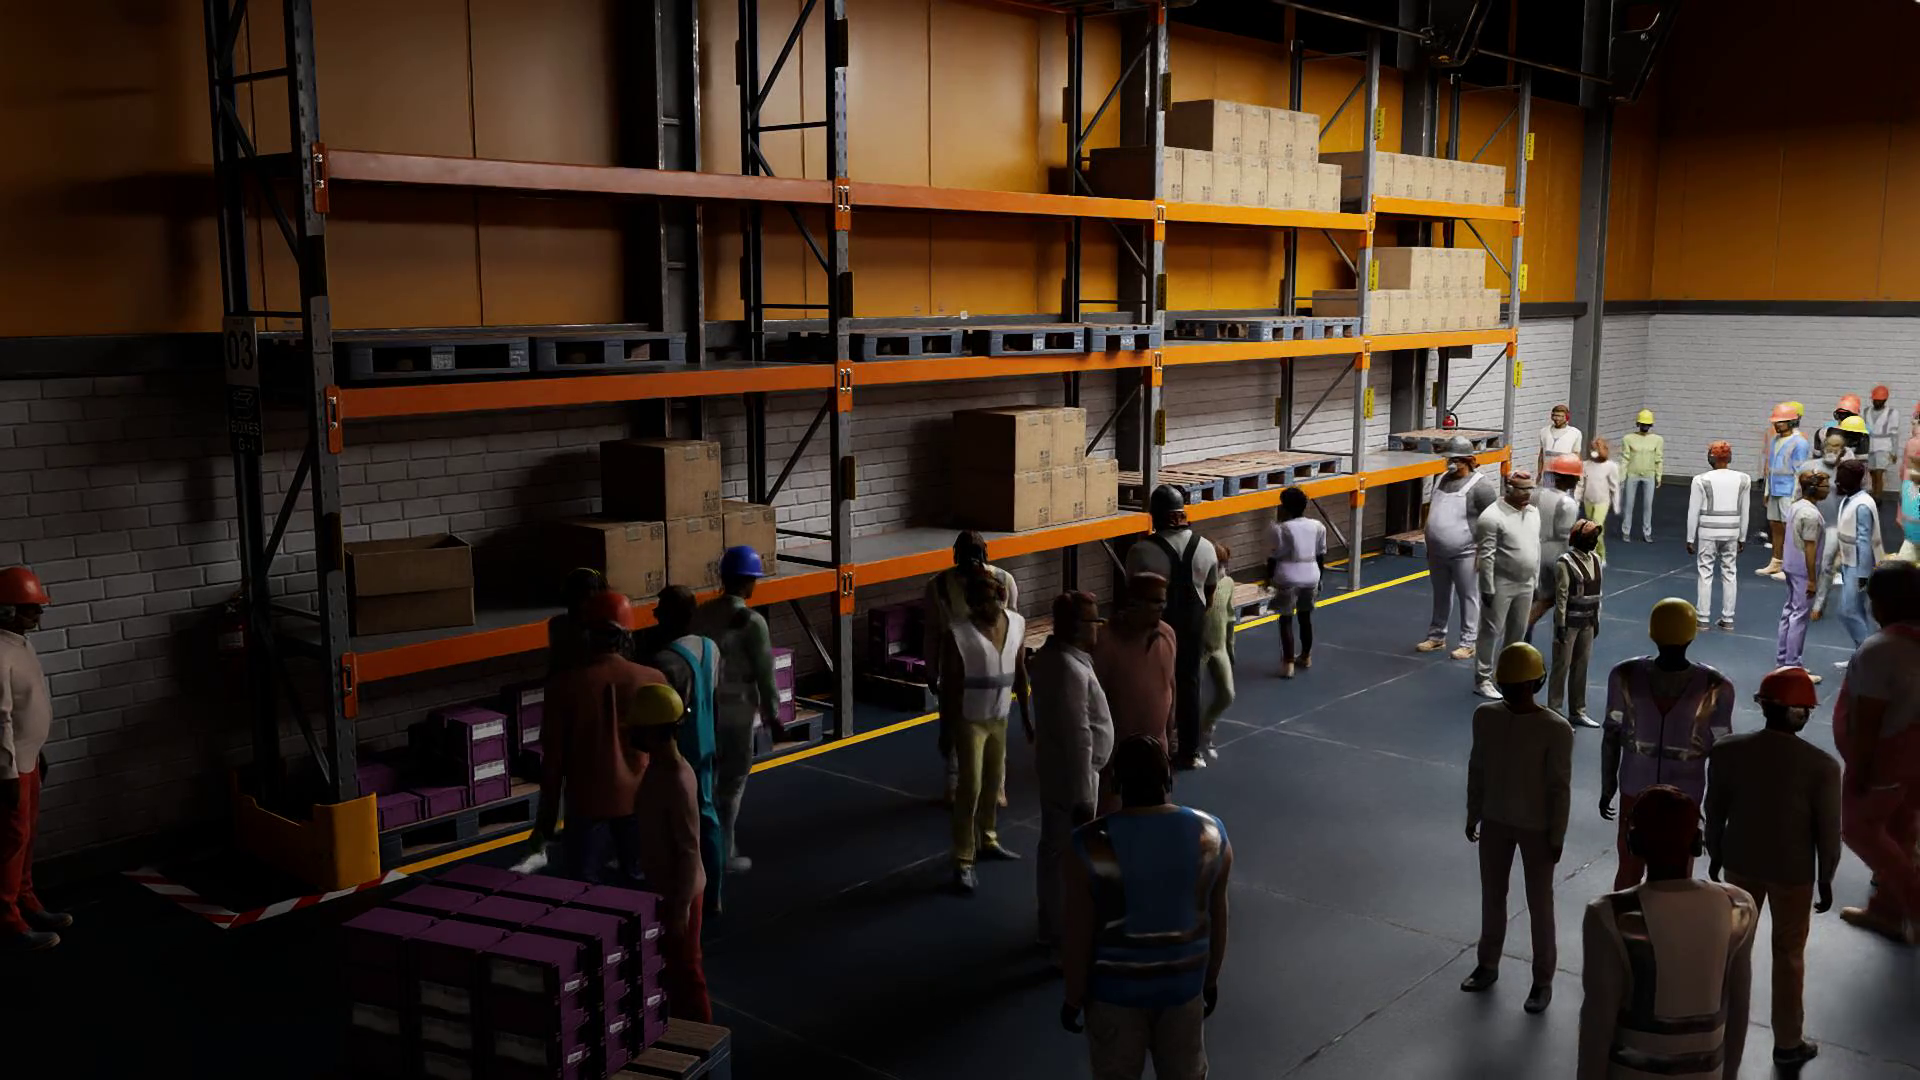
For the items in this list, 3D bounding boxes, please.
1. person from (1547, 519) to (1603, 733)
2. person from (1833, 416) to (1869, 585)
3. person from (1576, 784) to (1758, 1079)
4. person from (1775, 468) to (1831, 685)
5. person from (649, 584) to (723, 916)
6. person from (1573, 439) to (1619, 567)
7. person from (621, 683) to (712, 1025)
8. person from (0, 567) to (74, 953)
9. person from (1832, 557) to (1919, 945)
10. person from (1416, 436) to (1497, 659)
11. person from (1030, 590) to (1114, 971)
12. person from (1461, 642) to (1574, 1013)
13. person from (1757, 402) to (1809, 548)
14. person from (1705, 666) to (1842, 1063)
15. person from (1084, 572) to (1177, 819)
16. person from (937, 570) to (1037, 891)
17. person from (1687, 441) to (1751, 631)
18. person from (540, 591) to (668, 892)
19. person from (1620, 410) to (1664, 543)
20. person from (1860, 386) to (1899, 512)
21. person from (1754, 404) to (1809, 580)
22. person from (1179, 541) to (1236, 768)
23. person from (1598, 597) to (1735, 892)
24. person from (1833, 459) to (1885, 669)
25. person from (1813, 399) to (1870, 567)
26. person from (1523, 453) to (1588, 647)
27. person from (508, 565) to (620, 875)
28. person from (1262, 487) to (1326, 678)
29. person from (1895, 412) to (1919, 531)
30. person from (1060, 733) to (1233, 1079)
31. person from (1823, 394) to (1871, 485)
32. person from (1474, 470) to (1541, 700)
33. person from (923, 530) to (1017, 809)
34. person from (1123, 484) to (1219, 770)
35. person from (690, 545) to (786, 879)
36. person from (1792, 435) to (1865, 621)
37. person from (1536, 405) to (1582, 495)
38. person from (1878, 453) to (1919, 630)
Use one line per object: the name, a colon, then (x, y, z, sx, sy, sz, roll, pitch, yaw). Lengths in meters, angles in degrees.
person: (4.712, 0.649, 12.714, 0.514, 1.634, 0.313, -6, 11, -34)
person: (10.034, -0.451, 18.883, 0.397, 1.920, 0.586, 5, 10, 29)
person: (2.176, 1.687, 5.200, 0.574, 1.884, 0.358, -2, 9, -11)
person: (7.229, 0.303, 14.252, 0.325, 1.843, 0.516, 2, 9, 11)
person: (-1.467, 1.145, 8.820, 0.329, 1.844, 0.517, 5, 10, 28)
person: (7.498, -0.407, 19.658, 0.869, 1.585, 0.506, -7, 11, -36)
person: (-1.240, 1.466, 7.005, 0.326, 1.767, 0.533, -4, 10, -22)
person: (-4.826, 1.121, 8.549, 0.413, 1.986, 0.607, -3, 9, -19)
person: (4.847, 1.090, 8.548, 0.692, 2.000, 0.695, -5, 10, -28)
person: (4.502, 0.060, 15.188, 0.536, 2.000, 0.673, -6, 10, -33)
person: (0.571, 1.191, 8.332, 0.404, 1.906, 0.649, -1, 9, -9)
person: (2.622, 1.339, 7.864, 0.349, 1.758, 0.522, -8, 12, -42)
person: (10.624, -0.837, 21.478, 0.563, 1.890, 0.602, -5, 10, -27)
person: (3.597, 1.418, 7.365, 0.339, 1.747, 0.565, -8, 12, -43)
person: (0.920, 1.101, 8.972, 0.675, 1.894, 0.403, -6, 10, -32)
person: (0.118, 1.062, 9.511, 0.699, 1.811, 0.583, -8, 12, -43)
person: (7.430, -0.034, 16.332, 0.584, 1.879, 0.361, 0, 9, 2)
person: (-1.674, 1.226, 7.904, 0.635, 1.974, 0.415, -4, 10, -26)
person: (8.948, -0.832, 21.847, 0.525, 1.762, 0.338, 2, 9, 14)
person: (13.711, -1.355, 24.839, 0.690, 1.896, 0.567, -6, 10, -32)
person: (9.463, -0.554, 19.182, 0.403, 2.034, 0.609, -1, 9, -8)
person: (1.736, 0.805, 11.722, 0.541, 1.620, 0.369, -4, 10, -25)
person: (3.420, 1.223, 8.105, 0.606, 1.933, 0.394, 5, 10, 29)
person: (7.841, 0.242, 14.544, 0.473, 1.888, 0.617, 3, 9, 16)
person: (10.607, -0.689, 20.070, 0.612, 2.031, 0.407, 7, 11, 37)
person: (5.340, 0.171, 14.860, 0.678, 1.917, 0.581, -2, 9, -15)
person: (-2.203, 1.037, 9.613, 0.614, 1.830, 0.688, 6, 11, 34)
person: (2.920, 0.358, 14.515, 0.549, 1.659, 0.571, -3, 9, -21)
person: (11.590, -0.606, 20.037, 0.666, 1.878, 0.521, -6, 11, -34)
person: (0.652, 1.595, 5.959, 0.620, 1.837, 0.430, -2, 9, -12)
person: (11.376, -0.881, 21.406, 0.611, 1.995, 0.375, 1, 9, 4)
person: (4.548, 0.362, 13.718, 0.647, 1.899, 0.399, -5, 10, -28)
person: (0.075, 0.840, 10.841, 0.629, 1.839, 0.429, -1, 9, -5)
person: (1.428, 0.611, 11.638, 0.681, 2.000, 0.535, -3, 9, -19)
person: (-1.318, 0.991, 9.603, 0.512, 1.915, 0.611, -8, 12, -43)
person: (8.639, -0.099, 16.663, 0.667, 1.906, 0.652, 7, 11, 39)
person: (7.839, -0.855, 21.764, 0.383, 1.836, 0.565, -8, 12, -42)
person: (9.274, 0.048, 16.072, 0.797, 1.781, 0.578, -1, 9, -8)
